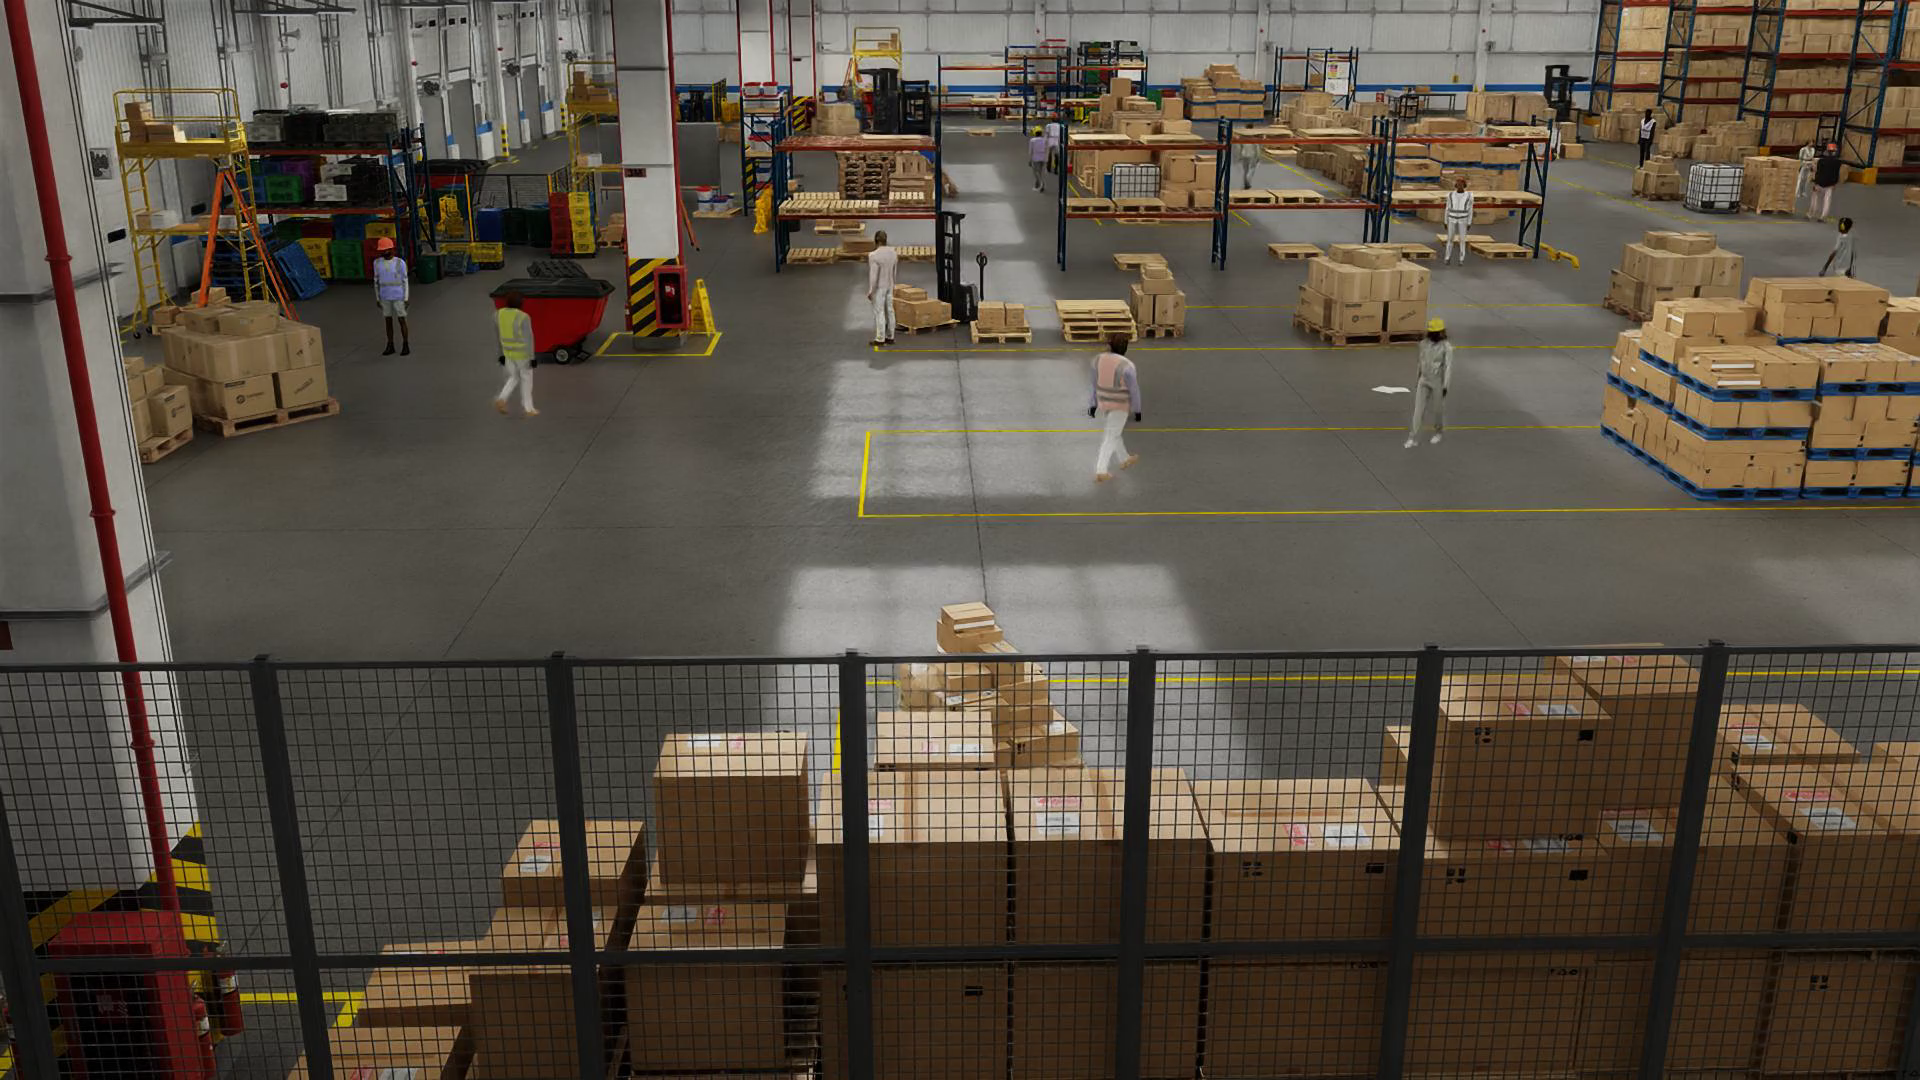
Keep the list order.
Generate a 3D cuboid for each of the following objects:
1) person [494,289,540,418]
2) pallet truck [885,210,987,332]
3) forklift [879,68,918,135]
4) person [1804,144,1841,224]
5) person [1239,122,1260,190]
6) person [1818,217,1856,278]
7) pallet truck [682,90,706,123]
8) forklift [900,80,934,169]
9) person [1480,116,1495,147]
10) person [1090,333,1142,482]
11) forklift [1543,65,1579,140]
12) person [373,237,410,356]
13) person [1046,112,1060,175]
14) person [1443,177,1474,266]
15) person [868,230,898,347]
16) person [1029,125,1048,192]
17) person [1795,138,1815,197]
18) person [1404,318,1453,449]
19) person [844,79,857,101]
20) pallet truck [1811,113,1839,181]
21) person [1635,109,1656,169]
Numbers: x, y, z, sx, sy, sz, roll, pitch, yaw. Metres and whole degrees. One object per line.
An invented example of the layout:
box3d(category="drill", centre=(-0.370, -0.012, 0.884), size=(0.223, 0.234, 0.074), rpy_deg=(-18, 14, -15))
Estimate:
box3d(category="person", centre=(-6.180, -2.575, 23.138), size=(0.631, 1.827, 0.553), rpy_deg=(12, 22, 31))
box3d(category="pallet truck", centre=(-0.493, -4.759, 29.349), size=(1.885, 1.965, 0.823), rpy_deg=(-13, 23, -34))
box3d(category="forklift", centre=(-2.566, -15.673, 60.368), size=(1.873, 2.768, 1.129), rpy_deg=(-10, 21, -26))
box3d(category="person", centre=(21.811, -9.022, 42.054), size=(0.631, 1.956, 0.879), rpy_deg=(0, 19, 0))
box3d(category="person", centre=(8.454, -11.216, 48.615), size=(0.656, 1.925, 0.437), rpy_deg=(10, 21, 28))
box3d(category="person", centre=(15.858, -4.904, 30.057), size=(0.541, 1.821, 0.971), rpy_deg=(-14, 23, -35))
box3d(category="pallet truck", centre=(-9.671, -15.907, 62.421), size=(0.823, 1.965, 1.885), rpy_deg=(5, 19, 15))
box3d(category="forklift", centre=(-1.439, -13.389, 53.591), size=(1.129, 2.768, 1.873), rpy_deg=(-2, 19, -6))
box3d(category="person", centre=(17.334, -13.141, 54.805), size=(0.515, 1.622, 0.542), rpy_deg=(-4, 19, -12))
box3d(category="person", centre=(1.945, -1.652, 20.457), size=(0.969, 1.788, 0.656), rpy_deg=(-17, 25, -41))
box3d(category="forklift", centre=(22.435, -16.536, 62.927), size=(1.129, 2.768, 1.873), rpy_deg=(-10, 21, -26))
box3d(category="person", centre=(-9.250, -3.957, 27.062), size=(0.551, 1.935, 0.372), rpy_deg=(1, 19, 4))
box3d(category="person", centre=(2.966, -12.576, 52.705), size=(0.557, 1.886, 0.988), rpy_deg=(-1, 19, -4))
box3d(category="person", centre=(10.688, -6.830, 35.689), size=(0.573, 1.876, 0.355), rpy_deg=(9, 20, 24))
box3d(category="person", centre=(-1.304, -4.202, 27.786), size=(0.361, 1.939, 0.635), rpy_deg=(14, 23, 36))
box3d(category="person", centre=(2.298, -11.018, 48.080), size=(0.590, 1.900, 0.829), rpy_deg=(-8, 20, -22))
box3d(category="person", centre=(23.899, -10.528, 47.019), size=(0.523, 1.636, 0.310), rpy_deg=(-7, 20, -19))
box3d(category="person", centre=(6.190, -2.068, 21.819), size=(0.504, 1.714, 0.750), rpy_deg=(16, 24, 39))
box3d(category="person", centre=(-4.629, -18.622, 70.624), size=(0.631, 1.911, 0.940), rpy_deg=(7, 20, 21))
box3d(category="pallet truck", centre=(26.403, -11.957, 50.702), size=(0.823, 1.965, 1.885), rpy_deg=(6, 19, 16))
box3d(category="person", centre=(22.256, -12.993, 53.915), size=(0.396, 1.911, 0.588), rpy_deg=(-8, 20, -22))
